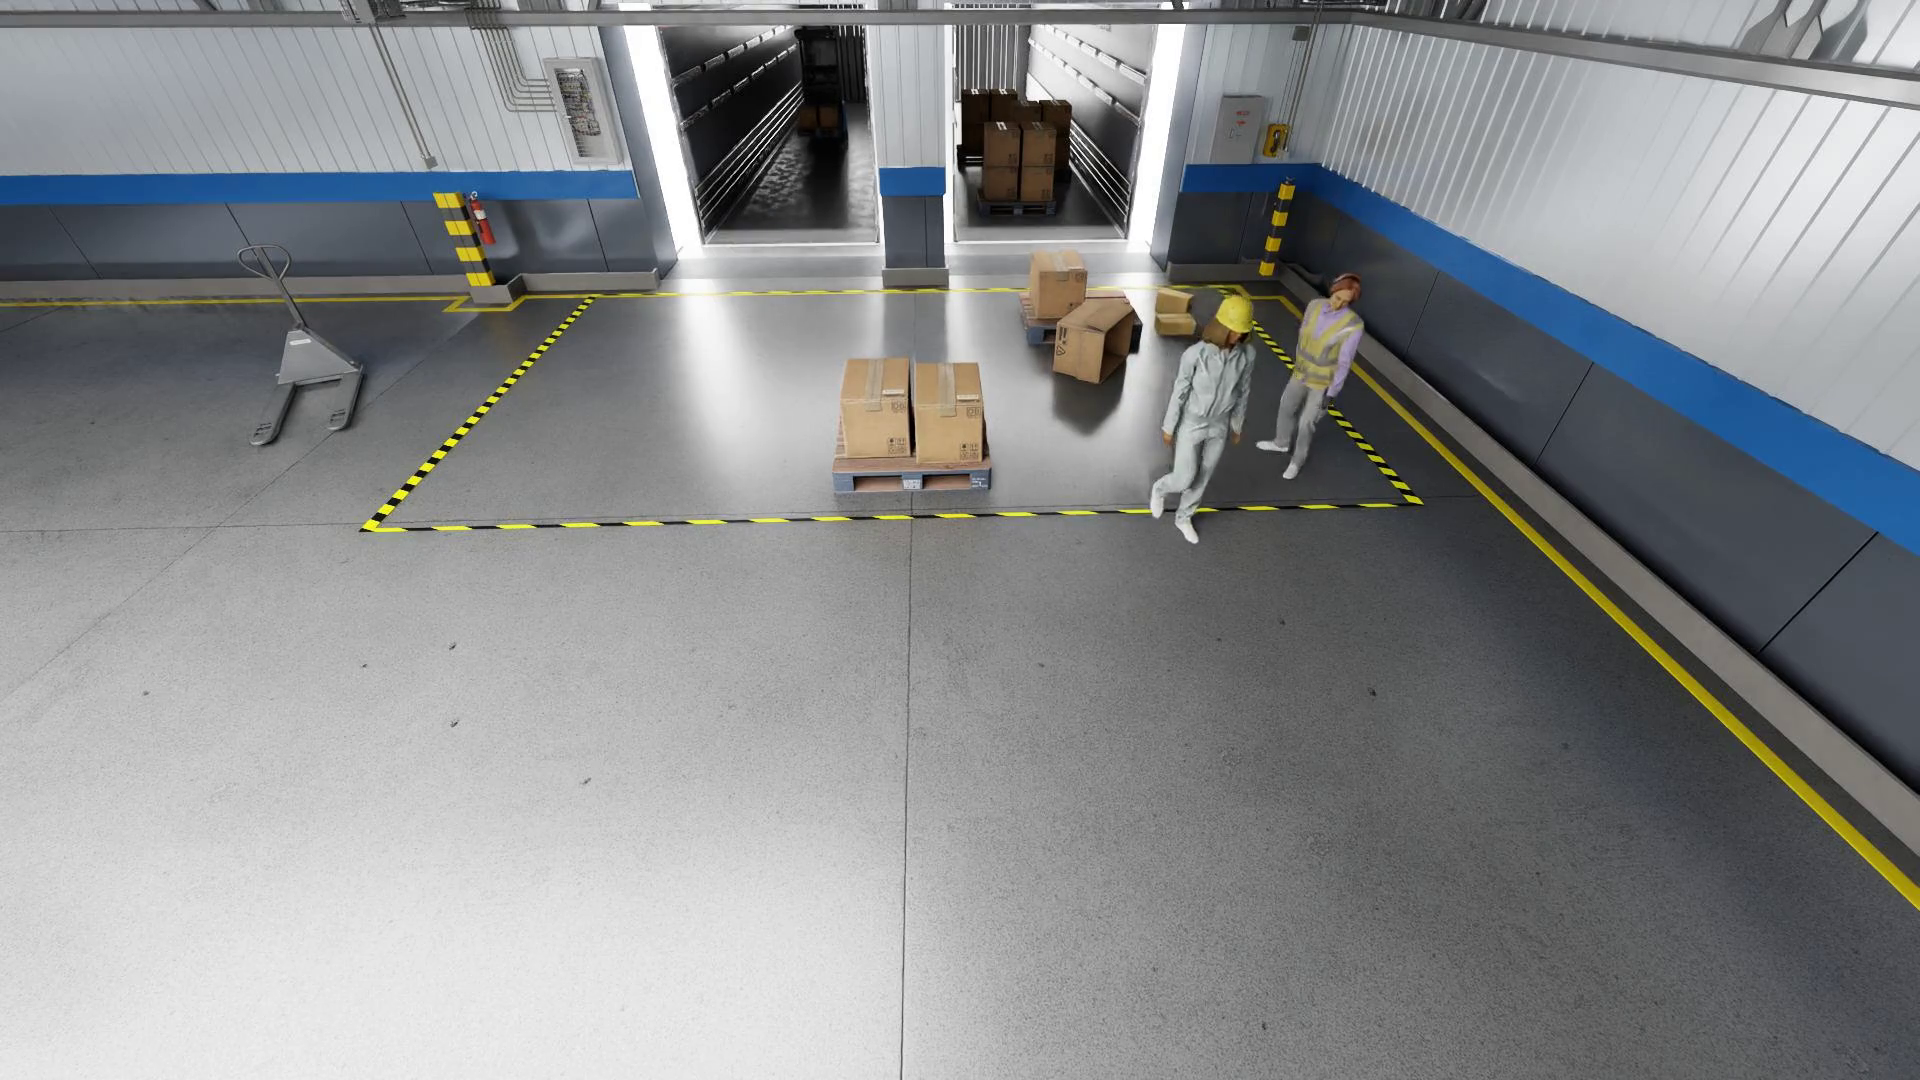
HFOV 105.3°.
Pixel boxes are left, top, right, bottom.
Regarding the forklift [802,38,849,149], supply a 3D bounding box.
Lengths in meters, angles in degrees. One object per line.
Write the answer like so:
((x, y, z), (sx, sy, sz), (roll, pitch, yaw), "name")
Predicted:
((-2.865, -9.593, 15.626), (0.716, 2.013, 0.776), (-1, 38, -1), "forklift")

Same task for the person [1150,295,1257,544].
((1.556, -0.766, 4.756), (0.507, 1.726, 0.488), (-9, 39, -12), "person")

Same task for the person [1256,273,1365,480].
((2.579, -1.197, 5.389), (0.389, 1.605, 0.644), (-13, 40, -16), "person")

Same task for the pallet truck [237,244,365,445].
((-5.915, -1.733, 6.366), (0.680, 1.201, 1.601), (-18, 42, -21), "pallet truck")
